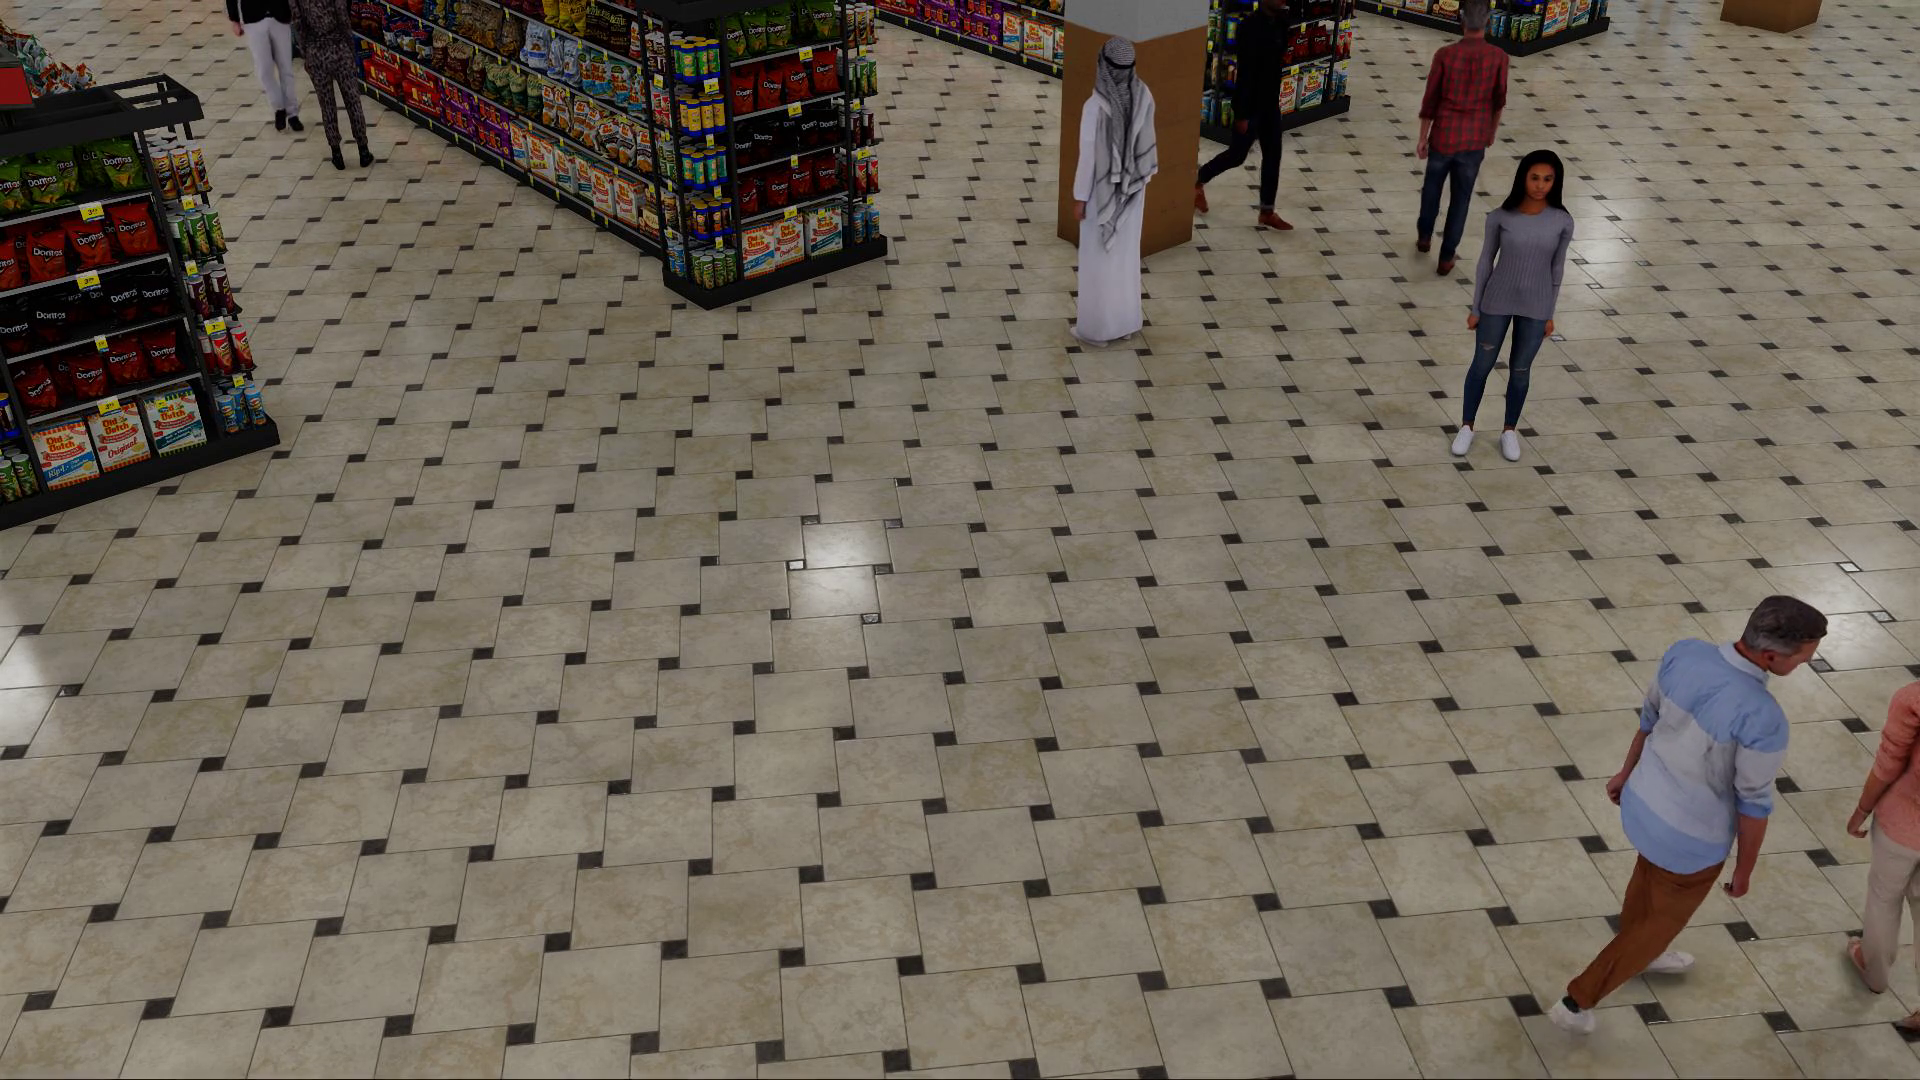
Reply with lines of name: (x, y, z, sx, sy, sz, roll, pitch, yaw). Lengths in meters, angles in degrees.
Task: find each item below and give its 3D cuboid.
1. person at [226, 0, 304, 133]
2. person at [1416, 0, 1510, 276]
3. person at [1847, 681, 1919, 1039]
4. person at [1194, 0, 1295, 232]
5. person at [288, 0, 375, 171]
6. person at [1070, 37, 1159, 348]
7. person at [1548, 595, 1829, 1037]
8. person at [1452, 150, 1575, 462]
person: (-5.773, -4.325, 13.840, 0.757, 1.827, 0.686, -16, 35, -24)
person: (3.363, -2.672, 11.209, 0.908, 1.801, 0.957, 11, 34, 17)
person: (3.208, 0.977, 5.451, 0.949, 1.687, 0.997, 6, 32, 9)
person: (2.052, -3.137, 11.967, 0.775, 1.788, 1.157, -27, 41, -37)
person: (-4.954, -3.775, 13.065, 0.665, 1.713, 0.687, -8, 33, -13)
person: (0.938, -2.118, 10.199, 0.718, 1.927, 0.686, -17, 36, -26)
person: (2.300, 0.935, 5.427, 1.040, 1.784, 1.058, -11, 33, -17)
person: (3.004, -1.267, 9.011, 0.660, 1.736, 0.748, 7, 33, 11)
